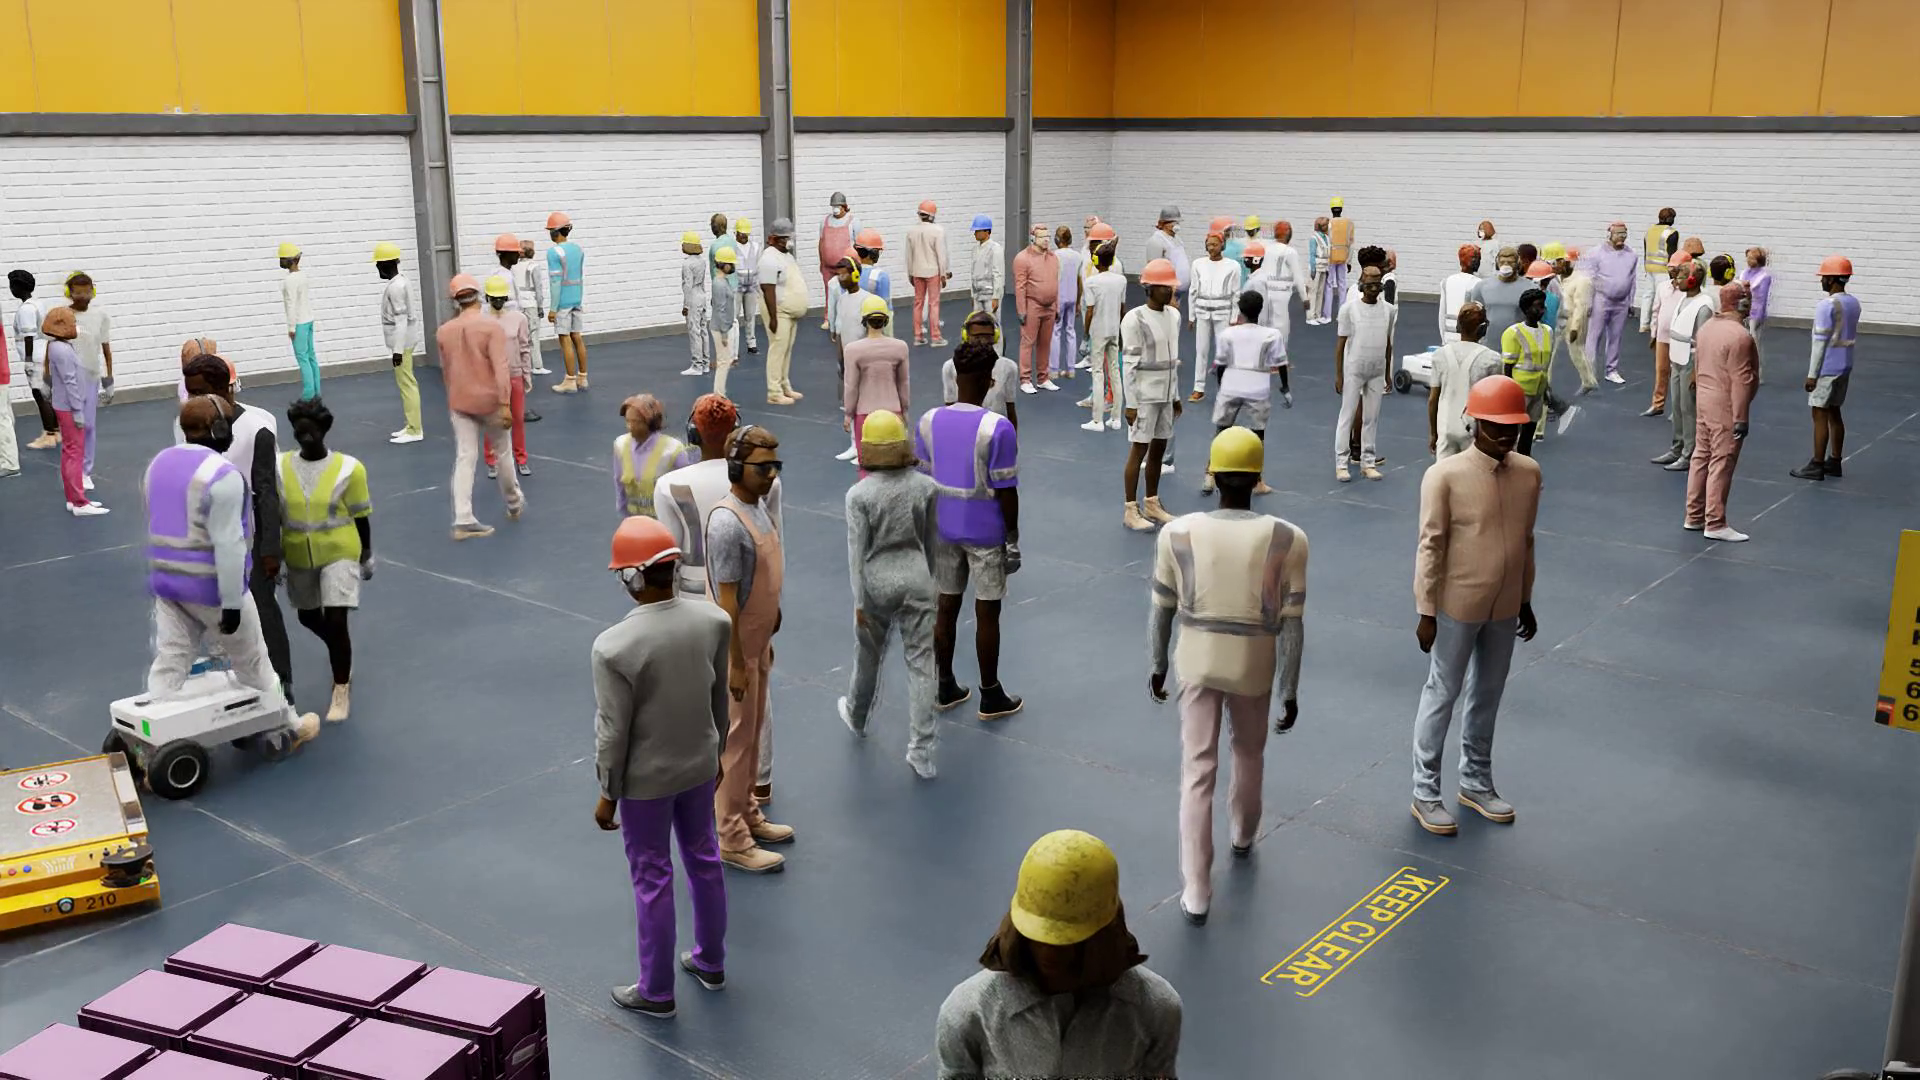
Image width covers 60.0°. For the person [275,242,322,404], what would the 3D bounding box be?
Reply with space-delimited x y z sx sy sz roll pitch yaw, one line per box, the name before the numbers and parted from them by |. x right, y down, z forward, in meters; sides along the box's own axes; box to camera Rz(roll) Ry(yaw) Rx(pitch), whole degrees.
person | -7.245 -2.365 18.184 0.326 1.766 0.527 -1 14 -4

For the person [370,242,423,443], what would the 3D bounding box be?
person | -5.401 -1.891 15.965 0.385 1.922 0.594 -4 14 -14

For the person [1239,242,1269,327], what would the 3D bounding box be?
person | 3.221 -2.407 18.373 0.326 1.752 0.563 0 14 0

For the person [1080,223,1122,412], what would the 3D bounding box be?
person | 1.518 -2.368 17.727 0.395 1.993 0.616 -4 15 -15

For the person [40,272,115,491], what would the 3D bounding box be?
person | -7.277 -1.295 13.778 0.575 1.829 0.644 -12 19 -40

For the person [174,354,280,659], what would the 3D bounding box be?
person | -4.172 -0.196 9.537 0.571 1.751 0.329 -6 15 -22

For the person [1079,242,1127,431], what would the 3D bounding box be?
person | 1.423 -2.016 16.585 0.519 1.869 0.331 -7 16 -27

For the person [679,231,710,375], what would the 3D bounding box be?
person | -3.268 -2.899 20.361 0.293 1.745 0.487 4 15 15

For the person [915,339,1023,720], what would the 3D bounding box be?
person | 0.060 -0.046 8.526 0.602 1.958 0.369 9 17 33

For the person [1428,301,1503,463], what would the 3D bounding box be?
person | 3.461 -0.711 11.411 0.512 1.845 0.340 11 18 37

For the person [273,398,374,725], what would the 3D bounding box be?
person | -3.312 0.058 8.679 0.522 1.665 0.779 0 14 -1

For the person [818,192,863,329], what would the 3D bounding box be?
person | -1.806 -4.148 24.748 0.684 2.000 0.538 4 15 14

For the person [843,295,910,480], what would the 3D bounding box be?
person | -0.635 -0.959 12.563 0.532 1.767 0.328 -6 15 -23

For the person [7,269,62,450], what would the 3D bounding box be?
person | -8.732 -1.708 15.718 0.319 1.687 0.539 -5 15 -18

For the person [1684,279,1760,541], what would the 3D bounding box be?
person | 5.648 -0.956 12.259 0.407 1.913 0.641 -1 14 -3

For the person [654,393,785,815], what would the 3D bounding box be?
person | -1.051 0.288 7.346 0.576 1.882 0.355 -6 15 -24

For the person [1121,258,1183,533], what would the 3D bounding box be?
person | 1.469 -1.085 12.499 0.373 2.044 0.616 14 19 43

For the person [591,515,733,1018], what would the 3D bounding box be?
person | -1.025 0.769 5.694 0.332 1.746 0.559 12 18 39

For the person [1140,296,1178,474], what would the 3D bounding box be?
person | 1.751 -1.394 14.568 0.275 1.632 0.507 -3 14 -11

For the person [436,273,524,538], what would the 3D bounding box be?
person | -3.576 -1.021 12.495 0.677 1.917 0.998 3 14 13

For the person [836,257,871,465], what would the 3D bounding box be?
person | -0.935 -1.616 15.012 0.323 1.855 0.531 -10 17 -34

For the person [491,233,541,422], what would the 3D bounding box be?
person | -4.569 -2.162 17.034 0.411 1.932 0.565 -4 15 -16

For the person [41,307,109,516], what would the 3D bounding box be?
person | -6.953 -1.009 13.034 0.284 1.633 0.497 -10 17 -34

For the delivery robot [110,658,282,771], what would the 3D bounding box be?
delivery robot | -3.574 0.795 7.819 0.477 0.478 0.707 10 18 36

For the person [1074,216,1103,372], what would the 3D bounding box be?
person | 1.641 -3.038 20.585 0.408 1.906 0.654 -6 15 -23

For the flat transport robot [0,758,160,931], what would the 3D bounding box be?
flat transport robot | -3.778 1.209 6.932 0.652 0.197 1.431 -8 16 -30

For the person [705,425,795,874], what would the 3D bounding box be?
person | -0.869 0.438 6.826 0.342 1.842 0.506 2 14 6

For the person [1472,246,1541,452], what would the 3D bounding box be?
person | 4.964 -1.716 15.239 0.630 1.940 0.372 6 15 22

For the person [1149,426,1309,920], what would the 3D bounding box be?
person | 1.050 0.483 6.597 0.609 1.872 0.998 3 14 11

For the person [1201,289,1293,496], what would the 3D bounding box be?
person | 2.357 -1.180 13.585 0.697 1.705 0.403 5 15 19

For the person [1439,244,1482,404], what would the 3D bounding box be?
person | 4.906 -1.929 16.203 0.356 1.883 0.573 -8 16 -28

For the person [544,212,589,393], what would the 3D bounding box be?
person | -4.522 -2.703 18.971 0.391 2.040 0.615 5 15 19

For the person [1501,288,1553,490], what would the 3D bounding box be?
person | 4.704 -1.241 13.830 0.535 1.697 0.318 -8 16 -29

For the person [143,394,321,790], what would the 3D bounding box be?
person | -3.478 0.220 7.789 0.636 1.788 0.945 7 16 27

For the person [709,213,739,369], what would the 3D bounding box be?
person | -2.965 -3.105 20.795 0.373 1.938 0.628 2 14 9

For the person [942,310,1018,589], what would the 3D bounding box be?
person | 0.128 -0.569 10.825 0.511 1.860 0.318 -1 14 -2

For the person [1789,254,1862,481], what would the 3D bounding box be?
person | 7.474 -1.485 14.350 0.545 1.928 0.402 -10 17 -34

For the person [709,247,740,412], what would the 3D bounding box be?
person | -2.490 -2.229 17.667 0.341 1.754 0.533 -1 14 -4
